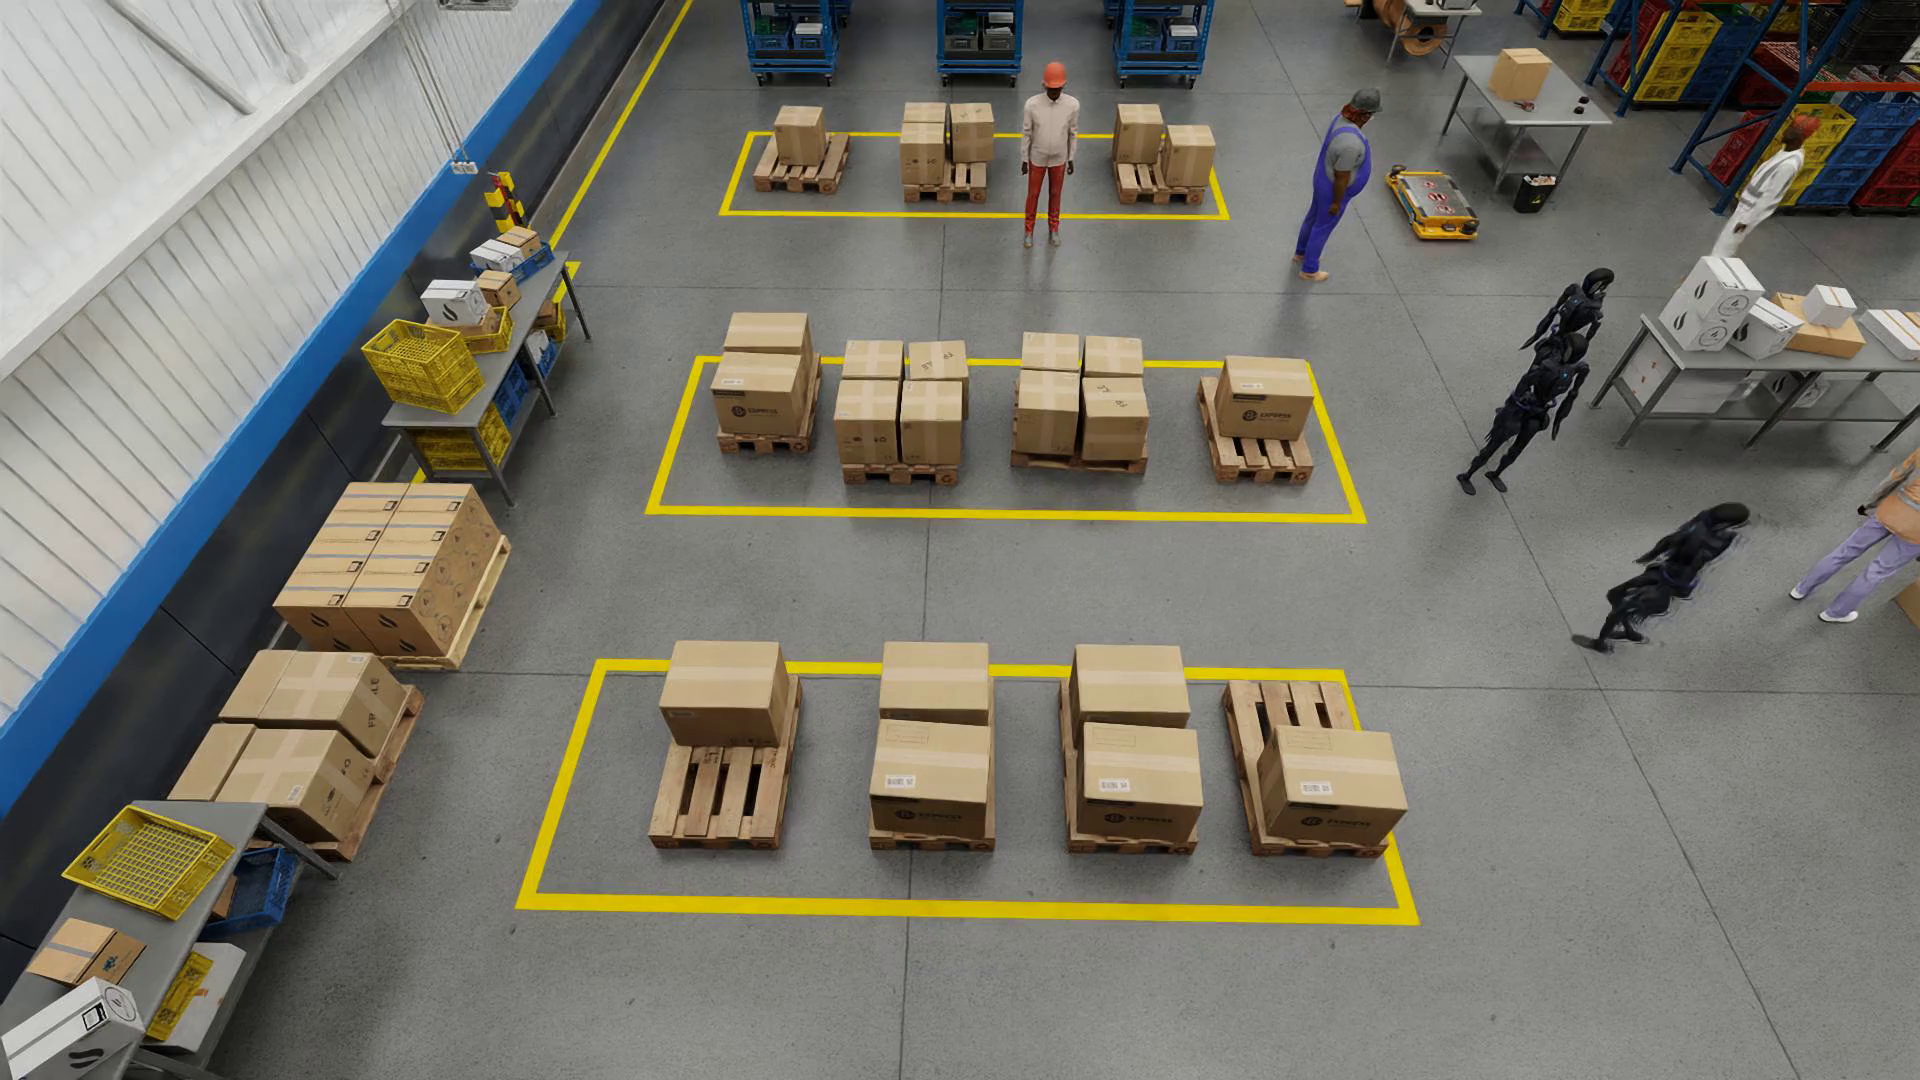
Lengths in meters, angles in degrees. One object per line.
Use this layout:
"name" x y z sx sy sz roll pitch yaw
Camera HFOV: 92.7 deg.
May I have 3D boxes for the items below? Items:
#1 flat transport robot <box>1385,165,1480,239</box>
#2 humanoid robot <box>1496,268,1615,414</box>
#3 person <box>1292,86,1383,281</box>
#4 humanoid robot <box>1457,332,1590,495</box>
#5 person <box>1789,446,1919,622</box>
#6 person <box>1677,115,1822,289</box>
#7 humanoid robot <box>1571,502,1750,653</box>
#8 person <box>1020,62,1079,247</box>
"flat transport robot" 5.692 -4.094 11.059 0.652 0.197 1.431 1 49 1
"humanoid robot" 5.221 -1.658 8.037 0.322 1.658 0.580 -3 49 -3
"person" 3.958 -3.709 9.573 0.536 2.000 0.675 3 49 2
"humanoid robot" 4.624 -1.001 7.467 0.567 1.650 0.338 -5 49 -4
"person" 6.787 -0.134 6.553 0.385 1.927 0.587 -15 51 -13
"person" 8.118 -3.395 9.407 0.358 1.882 0.583 26 54 21
"humanoid robot" 4.867 0.270 6.379 0.350 1.647 0.605 26 54 21
"person" 0.960 -4.168 10.001 0.615 1.994 0.378 -4 49 -3
